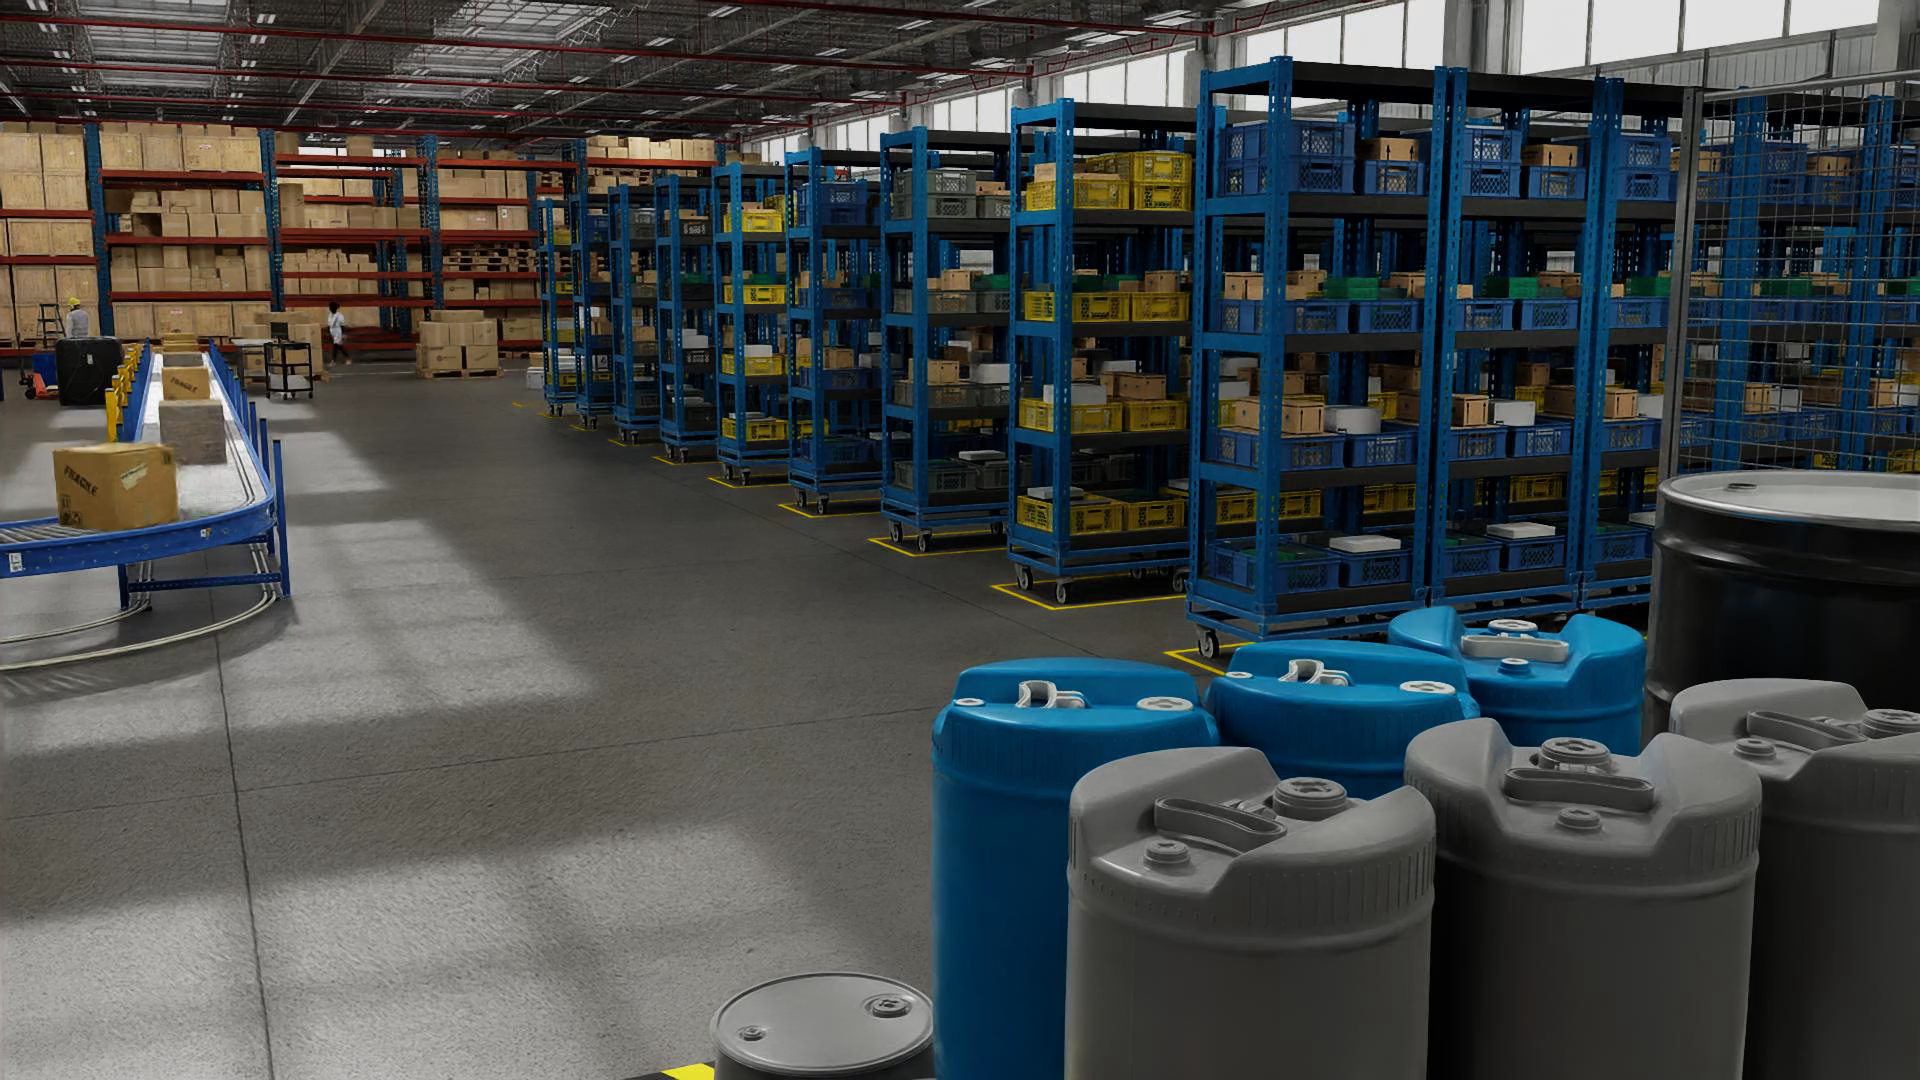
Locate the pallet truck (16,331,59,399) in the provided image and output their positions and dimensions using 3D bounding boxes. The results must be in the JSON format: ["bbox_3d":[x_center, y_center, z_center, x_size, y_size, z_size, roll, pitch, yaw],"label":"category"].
[{"bbox_3d":[-17.082,-3.353,31.781,1.630,1.274,0.653,-4,10,-25],"label":"pallet truck"}]

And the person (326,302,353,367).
[{"bbox_3d":[-15.904,-5.269,42.566,0.540,1.664,0.837,6,11,34],"label":"person"}]

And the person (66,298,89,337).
[{"bbox_3d":[-20.238,-4.638,38.152,0.403,1.825,0.591,3,10,18],"label":"person"}]

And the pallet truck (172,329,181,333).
[{"bbox_3d":[-17.275,-3.851,35.096,1.601,1.201,0.680,0,9,1],"label":"pallet truck"}]
